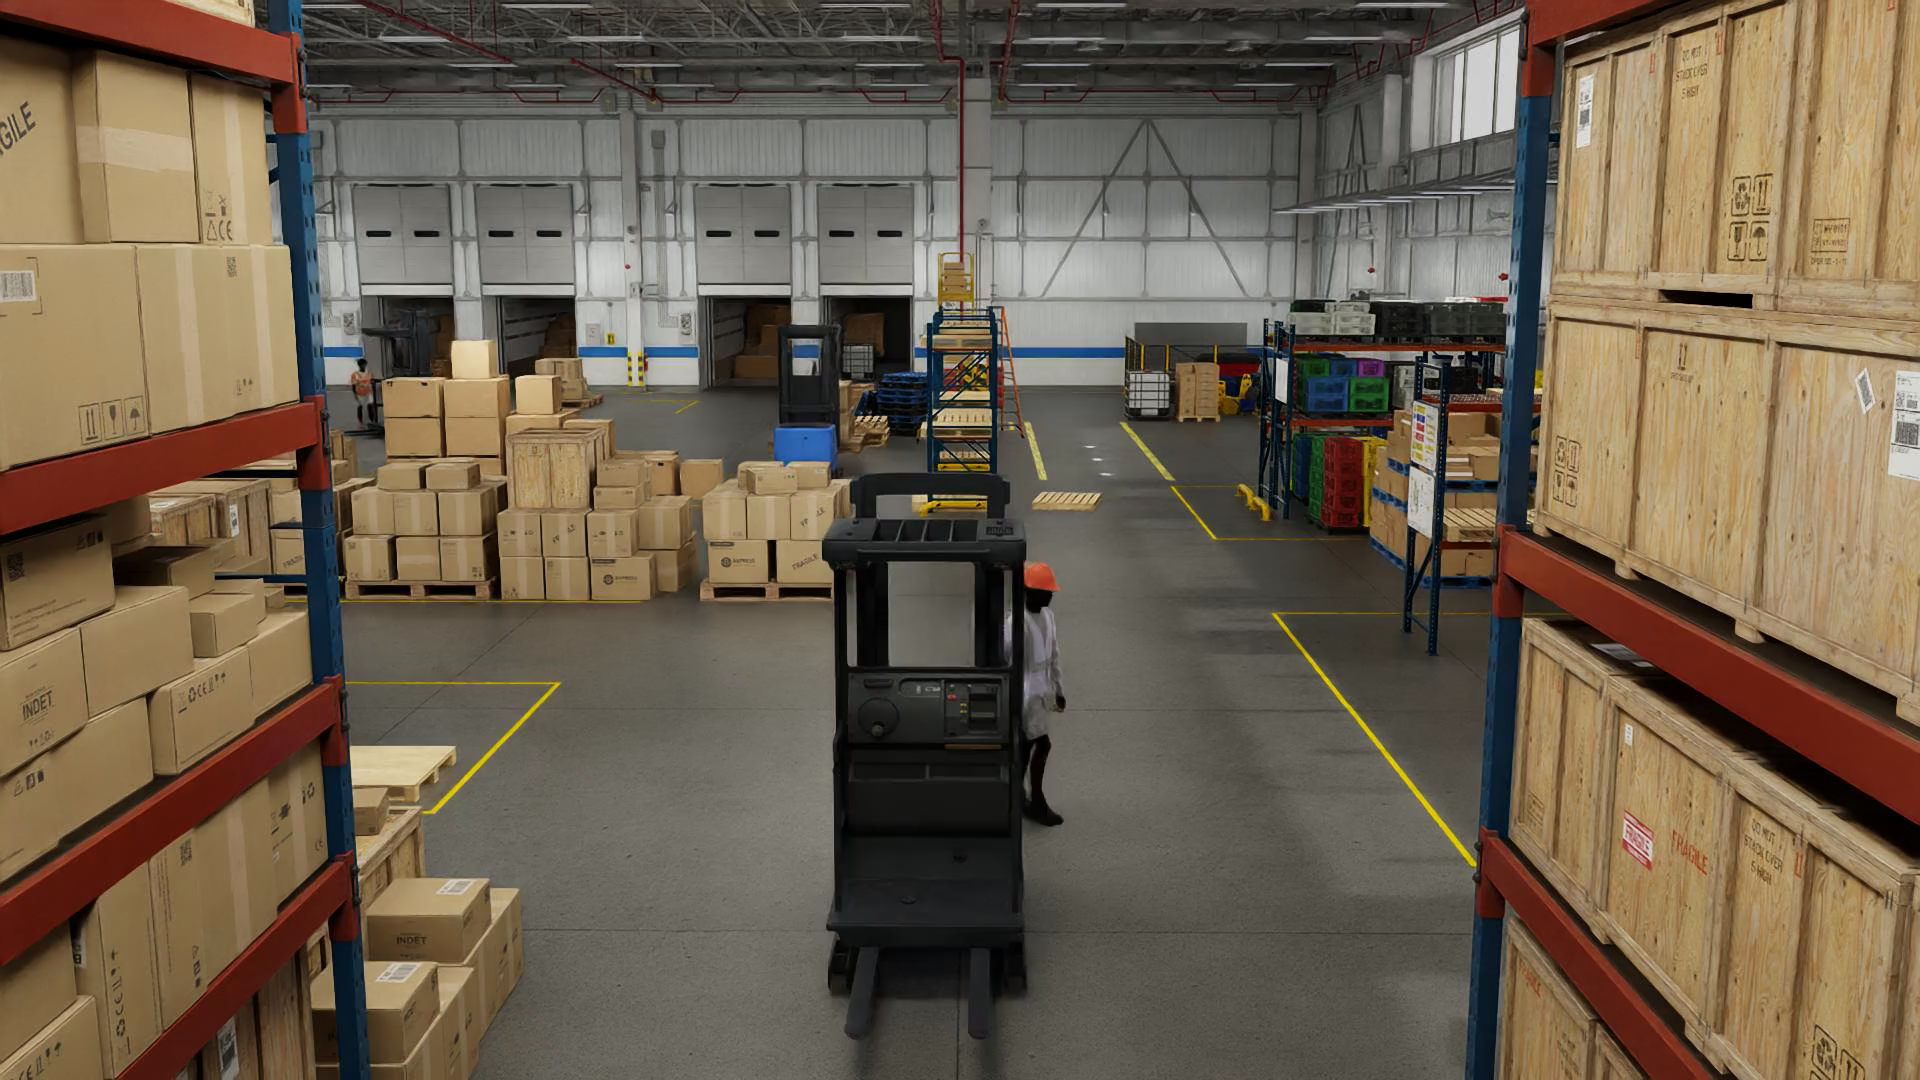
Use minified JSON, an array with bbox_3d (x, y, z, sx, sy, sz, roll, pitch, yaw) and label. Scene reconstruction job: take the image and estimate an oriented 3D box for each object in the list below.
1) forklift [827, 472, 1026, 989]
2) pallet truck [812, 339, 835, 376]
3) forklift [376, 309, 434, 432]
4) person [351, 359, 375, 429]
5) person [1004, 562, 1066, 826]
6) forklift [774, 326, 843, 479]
[{"bbox_3d":[-0.170,0.991,9.983,1.129,2.768,1.873,0,10,1],"label":"forklift"},{"bbox_3d":[-3.021,-4.312,43.126,1.885,1.965,0.823,3,10,17],"label":"pallet truck"},{"bbox_3d":[-12.349,-3.849,37.908,1.873,2.768,1.129,-8,13,-40],"label":"forklift"},{"bbox_3d":[-13.883,-3.387,38.752,0.545,1.646,0.870,-6,12,-32],"label":"person"},{"bbox_3d":[0.603,1.114,12.045,0.681,1.914,0.581,6,12,32],"label":"person"},{"bbox_3d":[-2.729,-2.428,29.712,1.129,2.768,1.873,0,10,1],"label":"forklift"}]
